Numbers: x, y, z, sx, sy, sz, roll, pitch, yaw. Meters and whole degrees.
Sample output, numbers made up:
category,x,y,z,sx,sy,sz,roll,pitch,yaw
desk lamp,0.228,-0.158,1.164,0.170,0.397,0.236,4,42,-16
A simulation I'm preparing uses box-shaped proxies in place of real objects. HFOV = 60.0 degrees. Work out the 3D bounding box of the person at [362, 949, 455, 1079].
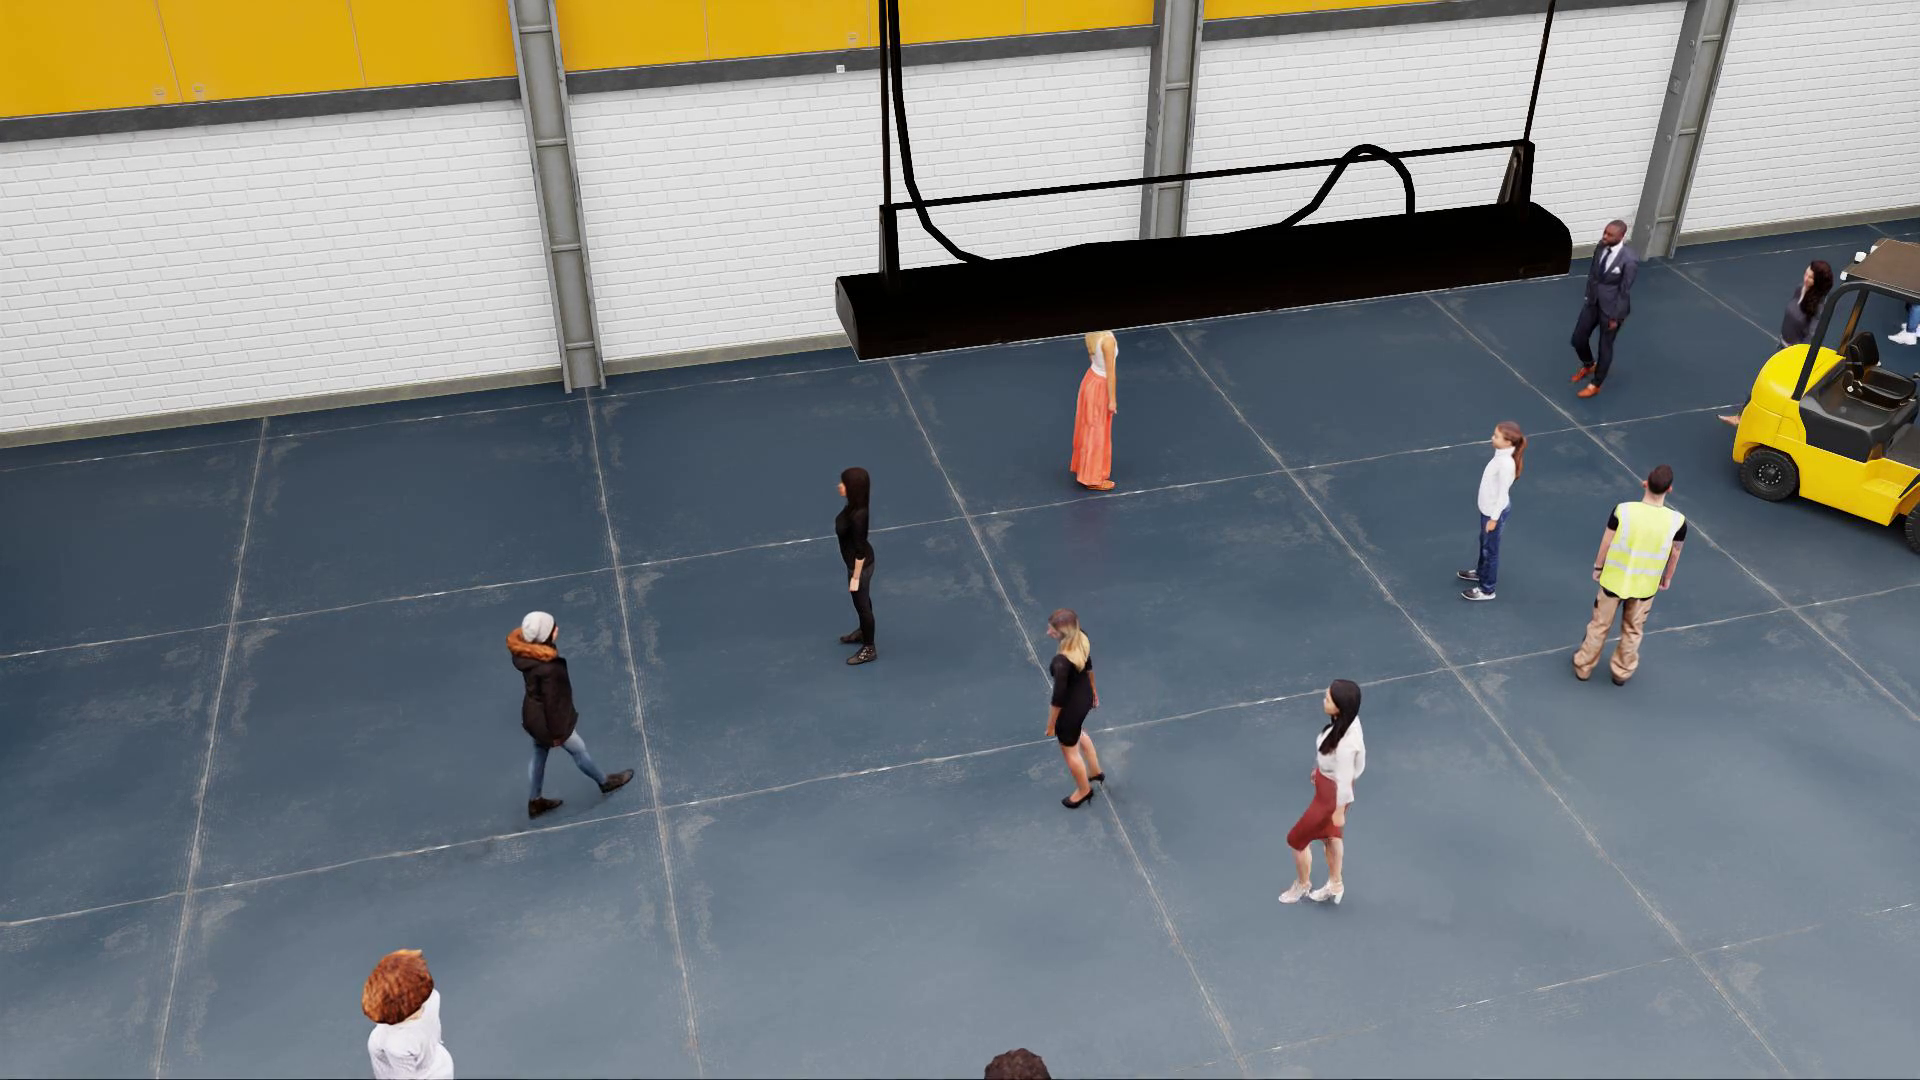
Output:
category,x,y,z,sx,sy,sz,roll,pitch,yaw
person,-2.695,2.733,8.422,0.718,1.714,0.716,4,34,6

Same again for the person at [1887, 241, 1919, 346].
category,x,y,z,sx,sy,sz,roll,pitch,yaw
person,9.819,-2.855,16.723,0.603,1.832,0.776,-14,36,-20

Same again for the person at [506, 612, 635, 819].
category,x,y,z,sx,sy,sz,roll,pitch,yaw
person,-2.757,1.170,10.871,1.054,1.605,0.846,-23,40,-30

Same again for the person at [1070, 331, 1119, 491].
category,x,y,z,sx,sy,sz,roll,pitch,yaw
person,1.196,-1.282,14.383,0.574,1.802,0.636,-7,34,-10

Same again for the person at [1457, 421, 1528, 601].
category,x,y,z,sx,sy,sz,roll,pitch,yaw
person,4.201,-0.248,13.048,0.627,1.557,0.608,5,34,8

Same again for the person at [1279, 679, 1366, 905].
category,x,y,z,sx,sy,sz,roll,pitch,yaw
person,2.338,1.586,10.129,0.765,1.735,0.732,5,34,8

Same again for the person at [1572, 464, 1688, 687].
category,x,y,z,sx,sy,sz,roll,pitch,yaw
person,4.840,0.269,12.014,0.815,1.841,0.899,8,34,12

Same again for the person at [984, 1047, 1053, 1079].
category,x,y,z,sx,sy,sz,roll,pitch,yaw
person,0.335,3.039,7.898,0.650,1.785,0.654,-16,37,-22

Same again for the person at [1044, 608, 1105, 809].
category,x,y,z,sx,sy,sz,roll,pitch,yaw
person,0.792,1.115,10.919,0.783,1.645,0.754,21,39,28

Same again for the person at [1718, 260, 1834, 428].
category,x,y,z,sx,sy,sz,roll,pitch,yaw
person,7.678,-1.725,15.112,1.030,1.733,0.715,-4,34,-5

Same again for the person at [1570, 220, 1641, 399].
category,x,y,z,sx,sy,sz,roll,pitch,yaw
person,6.184,-2.217,15.788,0.760,1.804,0.774,-17,37,-24

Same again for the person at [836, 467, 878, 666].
category,x,y,z,sx,sy,sz,roll,pitch,yaw
person,-0.747,0.168,12.348,0.524,1.640,0.589,-5,34,-7
